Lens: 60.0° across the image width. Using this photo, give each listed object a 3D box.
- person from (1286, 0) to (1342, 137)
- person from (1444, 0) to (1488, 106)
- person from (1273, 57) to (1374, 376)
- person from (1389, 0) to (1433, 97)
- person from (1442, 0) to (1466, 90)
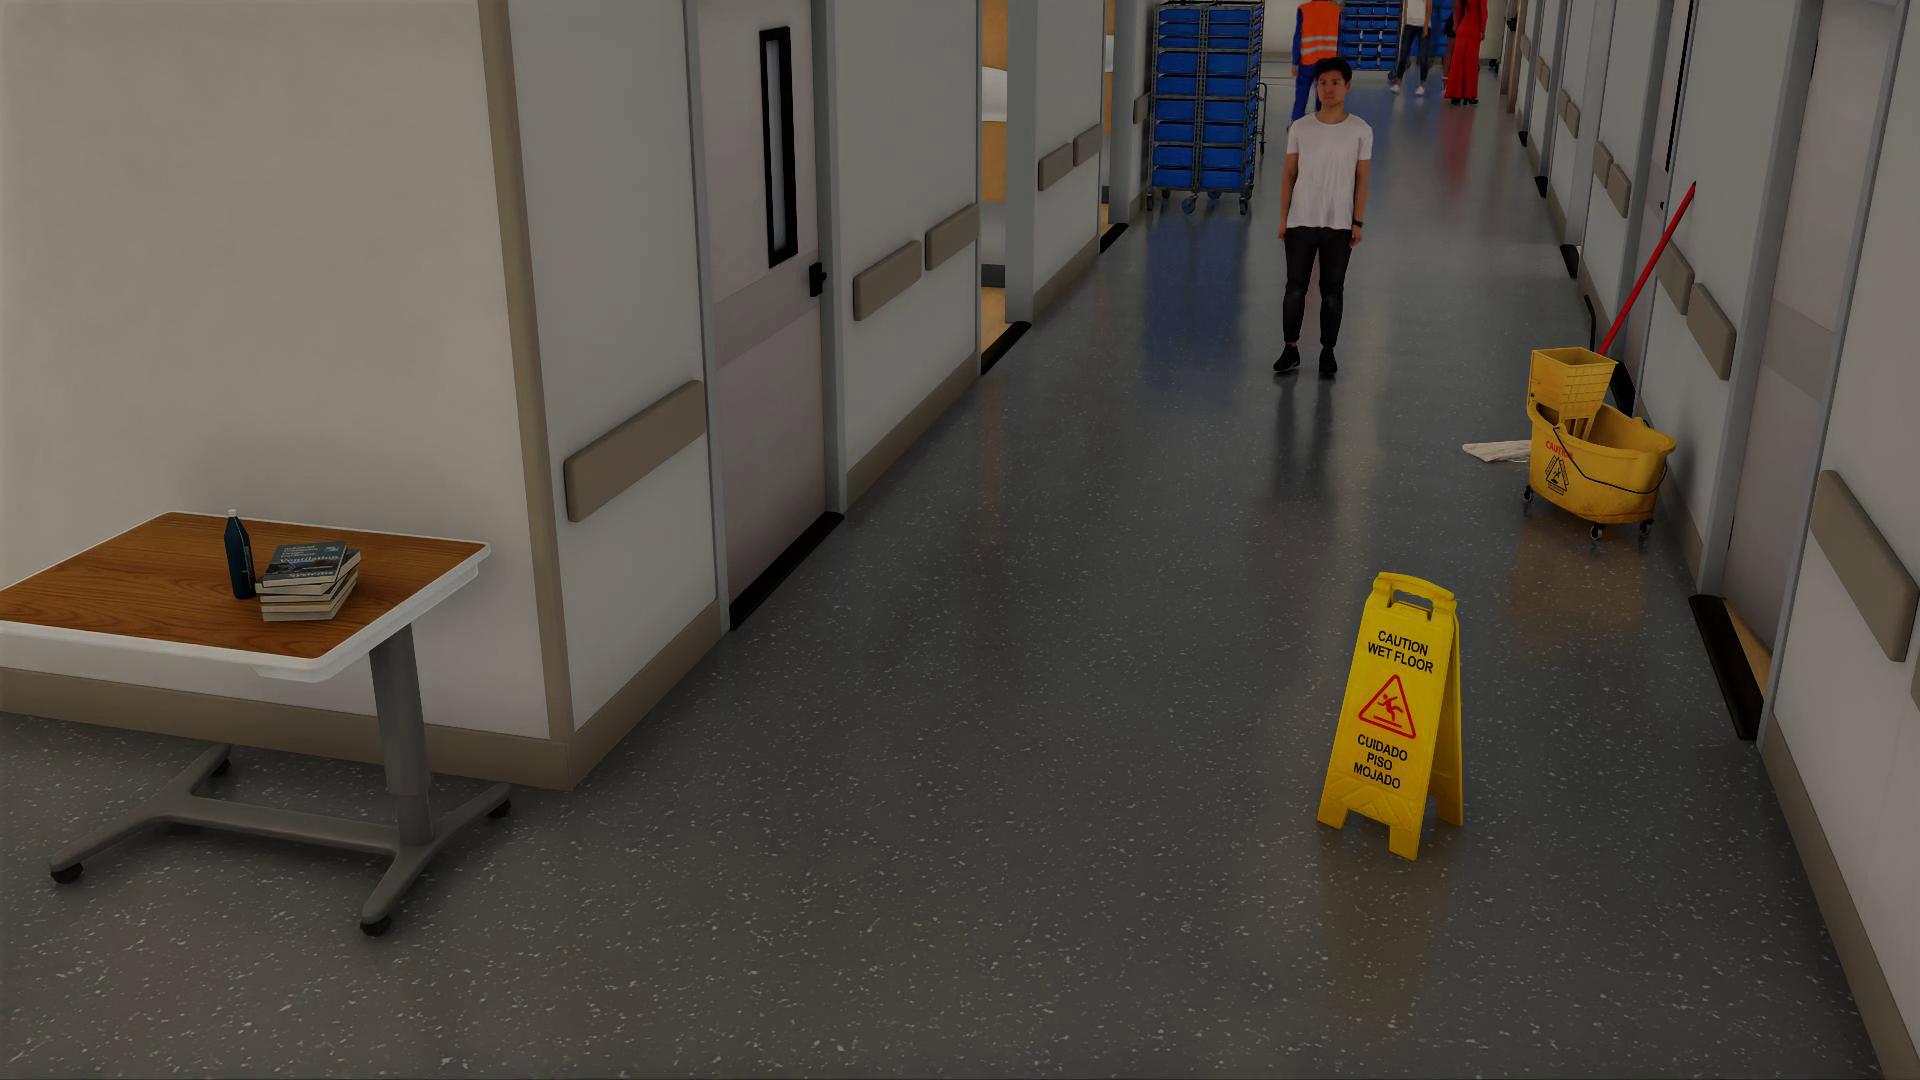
[{"bbox_3d":[3.787,-5.004,17.608,0.934,1.813,1.260,0,21,-1],"label":"person"},{"bbox_3d":[6.818,-6.767,22.304,0.796,1.784,0.749,-15,25,-34],"label":"person"},{"bbox_3d":[2.003,-1.787,9.199,0.630,1.722,0.541,7,22,17],"label":"person"},{"bbox_3d":[6.405,-7.065,23.111,0.858,1.770,1.132,13,24,31],"label":"person"},{"bbox_3d":[7.217,-7.479,24.180,0.708,1.786,0.604,15,25,34],"label":"person"}]
